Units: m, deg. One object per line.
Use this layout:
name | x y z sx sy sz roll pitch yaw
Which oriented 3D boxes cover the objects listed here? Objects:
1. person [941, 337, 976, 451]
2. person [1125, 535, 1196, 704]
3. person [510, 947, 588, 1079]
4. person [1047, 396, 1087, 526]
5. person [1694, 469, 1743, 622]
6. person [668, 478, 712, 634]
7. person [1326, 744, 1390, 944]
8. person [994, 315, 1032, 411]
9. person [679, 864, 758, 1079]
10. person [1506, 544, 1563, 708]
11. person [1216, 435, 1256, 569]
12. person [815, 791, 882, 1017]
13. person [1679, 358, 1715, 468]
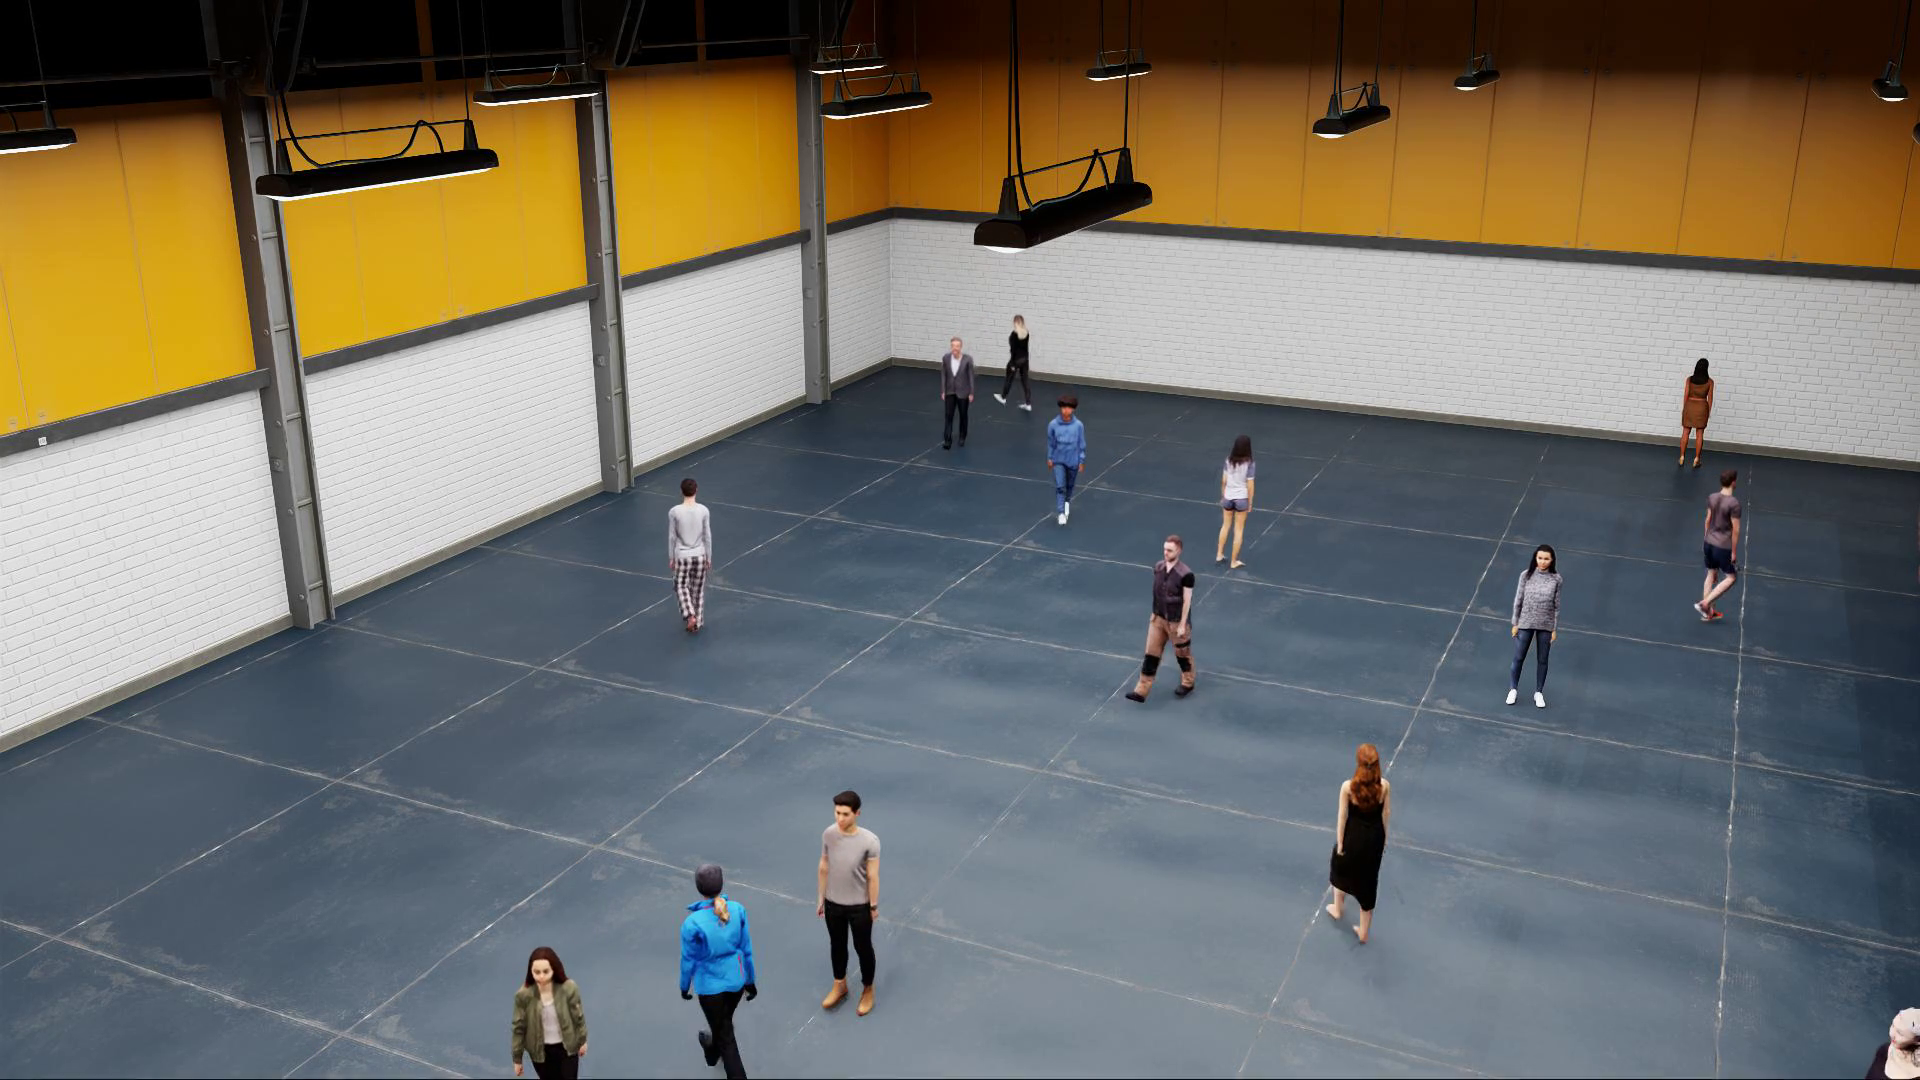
person | -0.020 -2.361 26.649 0.948 1.797 1.242 3 19 10
person | 2.262 0.816 17.231 1.257 1.787 0.959 -18 25 -42
person | -2.594 3.220 10.631 0.896 1.443 1.043 -2 19 -6
person | 1.469 -1.129 23.038 1.013 1.768 1.265 0 19 0
person | 8.759 0.091 19.293 0.903 1.845 0.844 -7 20 -20
person | -3.058 0.218 18.928 0.846 1.837 0.907 -6 19 -17
person | 3.139 2.379 12.875 0.762 1.605 0.872 0 19 1
person | 1.094 -3.055 28.942 1.096 1.649 0.998 -15 24 -37
person | -1.525 2.993 10.821 1.202 1.753 1.125 -10 21 -28
person | 5.945 0.866 17.169 0.642 1.733 0.571 5 19 15
person | 3.509 -0.490 21.215 0.631 1.720 0.611 12 22 31
person | -0.793 2.585 12.081 0.598 1.722 0.542 8 20 23
person | 11.362 -1.977 25.680 0.582 1.689 0.525 10 21 28
